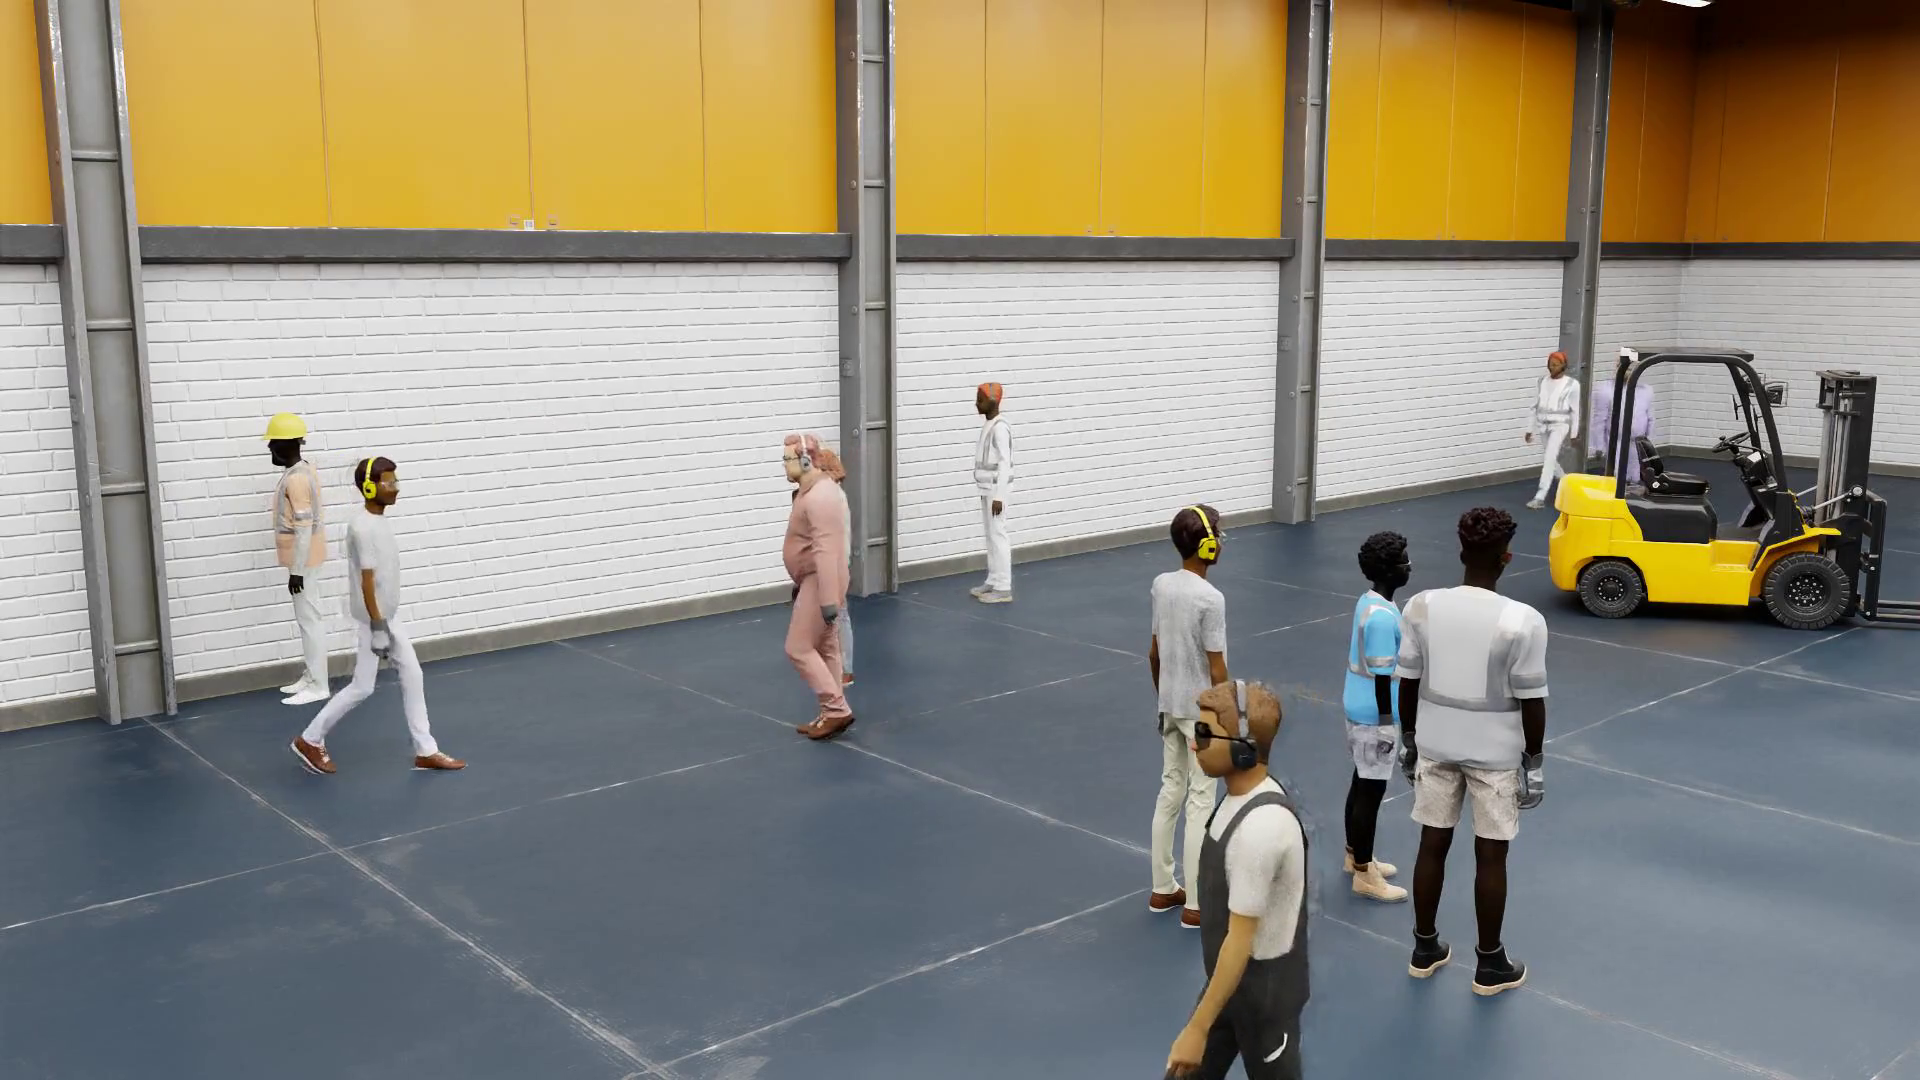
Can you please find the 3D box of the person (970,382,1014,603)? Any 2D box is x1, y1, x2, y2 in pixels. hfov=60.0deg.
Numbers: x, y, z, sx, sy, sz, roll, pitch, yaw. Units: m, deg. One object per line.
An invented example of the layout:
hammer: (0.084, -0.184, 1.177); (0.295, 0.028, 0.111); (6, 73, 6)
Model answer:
person: (0.283, -0.410, 14.193); (0.337, 1.883, 0.584); (-2, 10, -10)

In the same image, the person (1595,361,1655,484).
person: (7.194, -1.067, 18.060); (0.652, 1.878, 0.812); (-2, 10, -9)

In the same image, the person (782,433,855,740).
person: (-0.882, 0.291, 10.097); (0.428, 1.886, 0.670); (0, 10, -2)

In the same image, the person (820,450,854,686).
person: (-0.901, 0.193, 11.399); (0.267, 1.632, 0.507); (-5, 11, -25)

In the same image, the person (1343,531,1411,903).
person: (1.929, 0.798, 7.664); (0.317, 1.700, 0.538); (1, 10, 7)

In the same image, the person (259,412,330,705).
person: (-4.369, 0.120, 10.971); (0.371, 1.927, 0.588); (-4, 10, -22)

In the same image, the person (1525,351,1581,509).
person: (7.018, -1.312, 19.592); (0.933, 1.855, 0.584); (-7, 12, -35)

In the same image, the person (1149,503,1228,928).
person: (1.036, 0.769, 7.325); (0.328, 1.876, 0.513); (-6, 11, -29)

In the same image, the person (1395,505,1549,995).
person: (2.052, 0.834, 6.679); (0.617, 1.962, 0.361); (8, 13, 40)

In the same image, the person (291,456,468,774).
person: (-3.341, 0.437, 9.402); (0.922, 1.842, 0.526); (0, 10, -1)

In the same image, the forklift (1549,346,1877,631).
forklift: (6.109, -0.478, 13.691); (2.313, 2.155, 1.214); (3, 10, 16)

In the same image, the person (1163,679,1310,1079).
person: (0.788, 1.269, 4.643); (0.959, 1.800, 0.515); (0, 10, -2)
